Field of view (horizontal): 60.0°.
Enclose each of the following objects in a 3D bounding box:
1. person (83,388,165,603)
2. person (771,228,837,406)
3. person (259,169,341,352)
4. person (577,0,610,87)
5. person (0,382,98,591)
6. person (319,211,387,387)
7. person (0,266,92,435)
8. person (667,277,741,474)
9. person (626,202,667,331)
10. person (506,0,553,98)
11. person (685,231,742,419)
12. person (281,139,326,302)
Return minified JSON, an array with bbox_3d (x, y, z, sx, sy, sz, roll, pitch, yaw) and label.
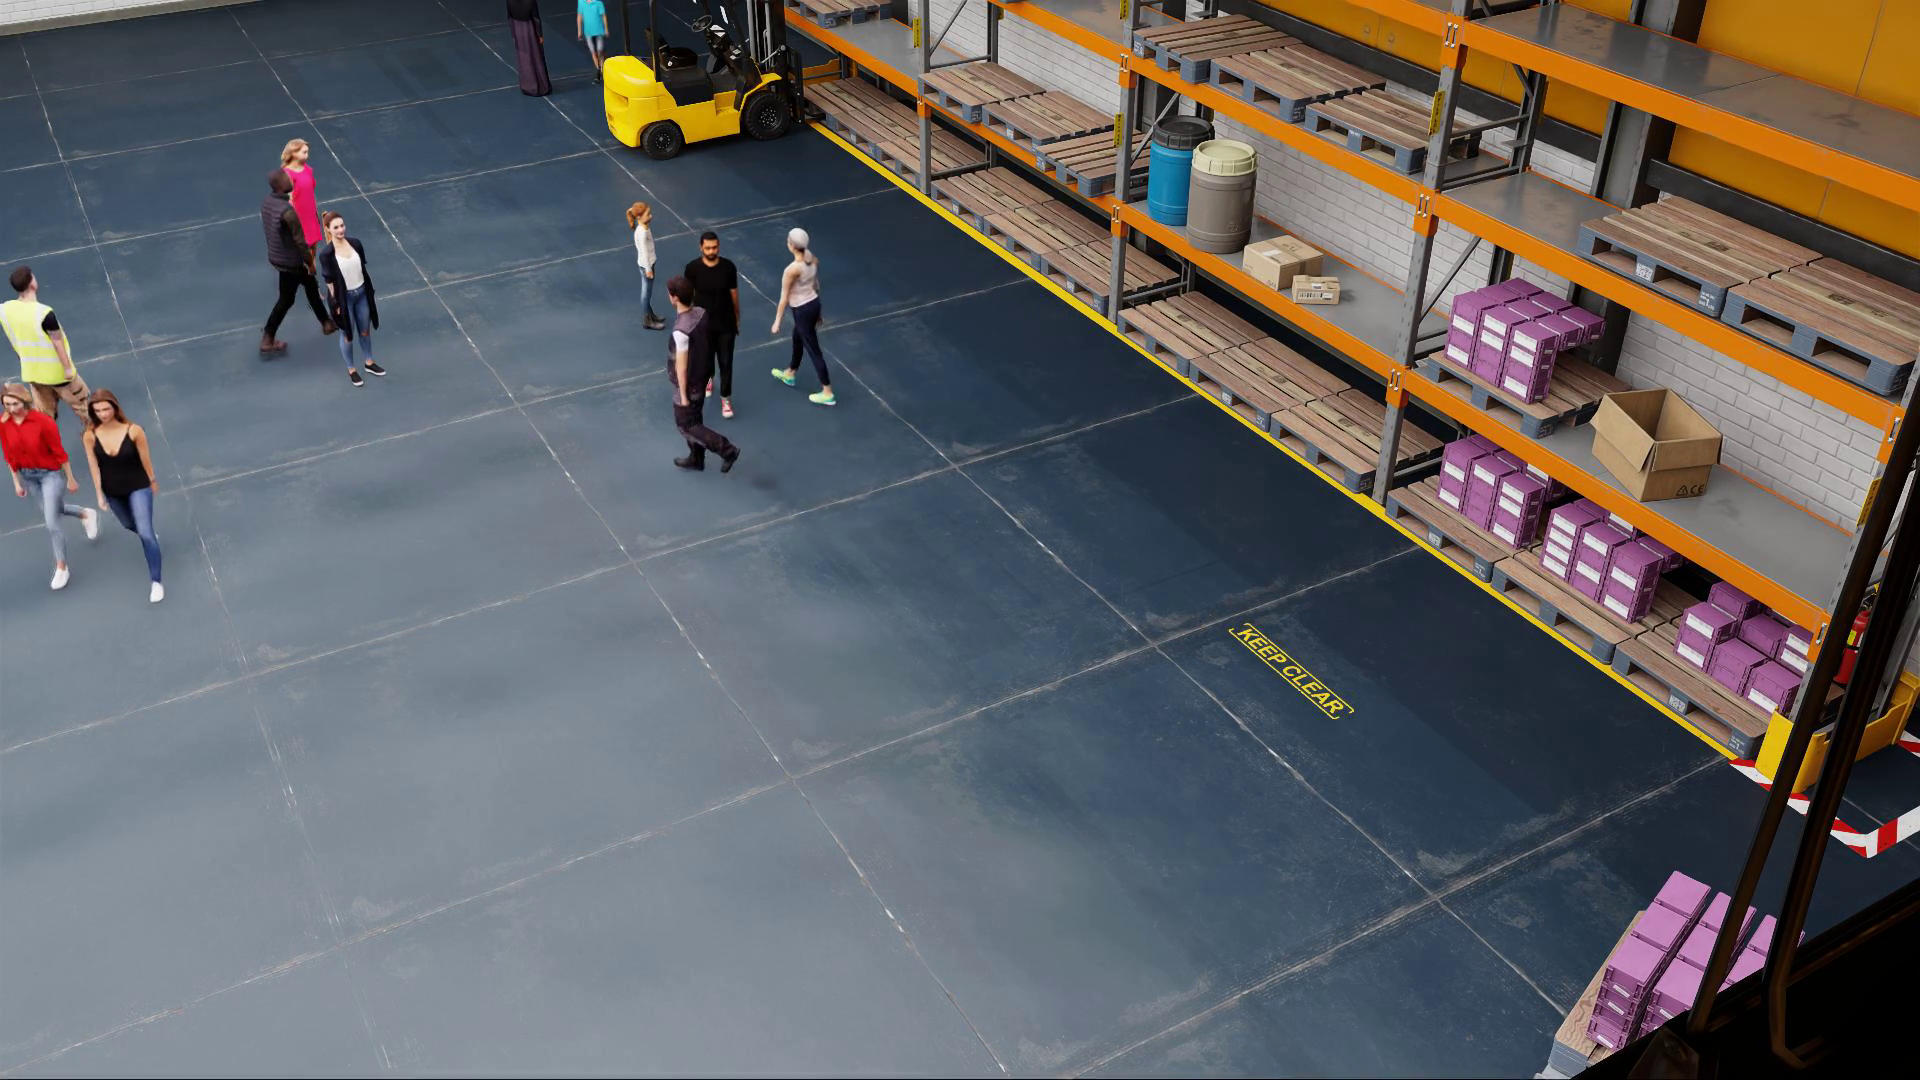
[{"bbox_3d":[-6.406,-0.431,12.817,0.835,1.681,1.169,-6,34,-8],"label":"person"},{"bbox_3d":[-1.332,-1.998,15.182,1.122,1.671,0.957,16,37,22],"label":"person"},{"bbox_3d":[-6.556,-2.648,16.058,0.890,1.784,1.163,-26,41,-33],"label":"person"},{"bbox_3d":[-5.051,-7.083,23.057,0.749,1.423,0.820,7,34,10],"label":"person"},{"bbox_3d":[-7.101,-0.514,12.942,0.972,1.679,1.162,1,34,1],"label":"person"},{"bbox_3d":[-5.732,-2.290,15.611,0.672,1.683,0.697,26,41,33],"label":"person"},{"bbox_3d":[-7.833,-1.430,14.196,1.071,1.818,1.193,4,34,6],"label":"person"},{"bbox_3d":[-2.183,-1.338,14.051,1.039,1.825,0.981,8,34,12],"label":"person"},{"bbox_3d":[-3.147,-2.752,16.638,0.603,1.316,0.521,-3,34,-5],"label":"person"},{"bbox_3d":[-5.873,-6.847,22.531,0.712,1.613,0.760,5,34,7],"label":"person"},{"bbox_3d":[-2.244,-2.002,15.117,0.766,1.751,0.902,-8,34,-11],"label":"person"},{"bbox_3d":[-6.835,-3.291,17.103,0.919,1.698,0.855,14,36,20],"label":"person"}]
